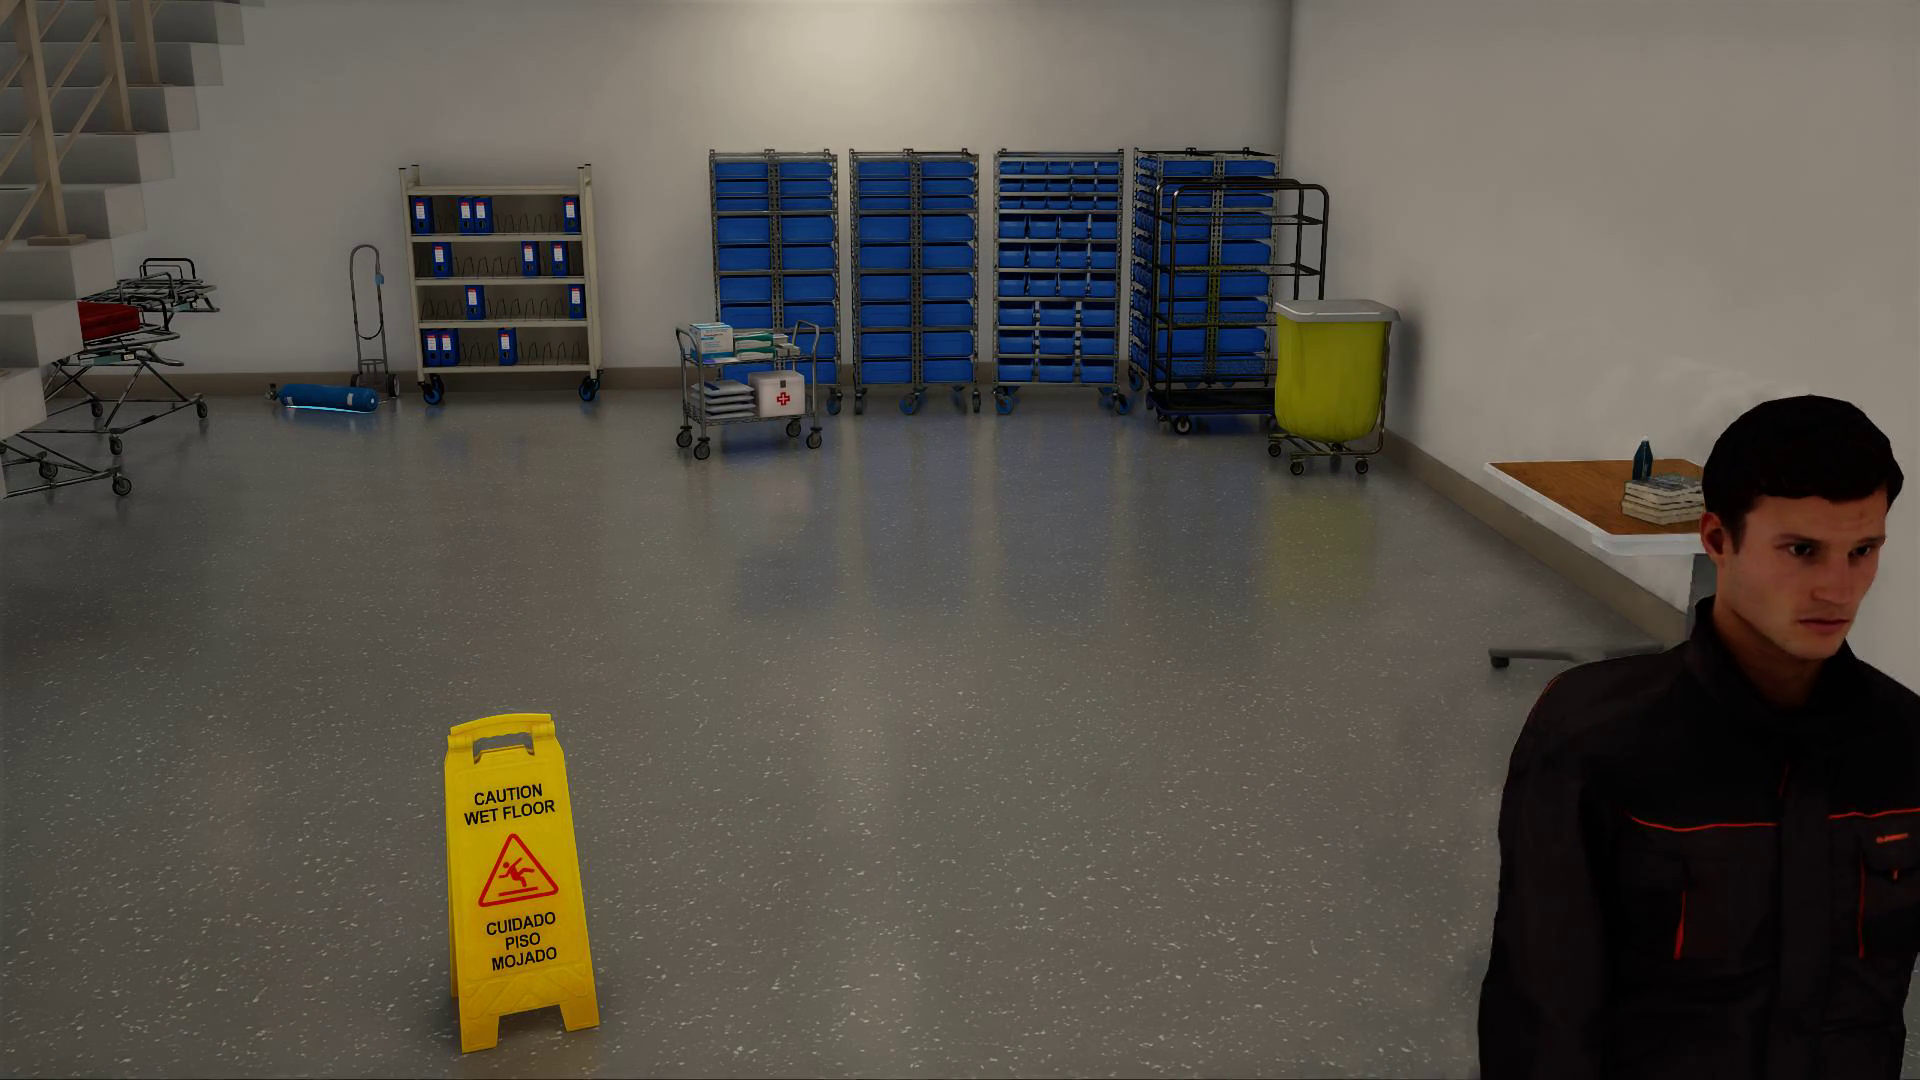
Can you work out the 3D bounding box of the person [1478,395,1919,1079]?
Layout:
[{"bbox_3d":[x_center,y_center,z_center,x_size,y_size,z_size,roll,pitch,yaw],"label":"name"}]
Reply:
[{"bbox_3d":[0.899,0.753,2.183,0.750,1.898,1.255,0,16,-1],"label":"person"}]
